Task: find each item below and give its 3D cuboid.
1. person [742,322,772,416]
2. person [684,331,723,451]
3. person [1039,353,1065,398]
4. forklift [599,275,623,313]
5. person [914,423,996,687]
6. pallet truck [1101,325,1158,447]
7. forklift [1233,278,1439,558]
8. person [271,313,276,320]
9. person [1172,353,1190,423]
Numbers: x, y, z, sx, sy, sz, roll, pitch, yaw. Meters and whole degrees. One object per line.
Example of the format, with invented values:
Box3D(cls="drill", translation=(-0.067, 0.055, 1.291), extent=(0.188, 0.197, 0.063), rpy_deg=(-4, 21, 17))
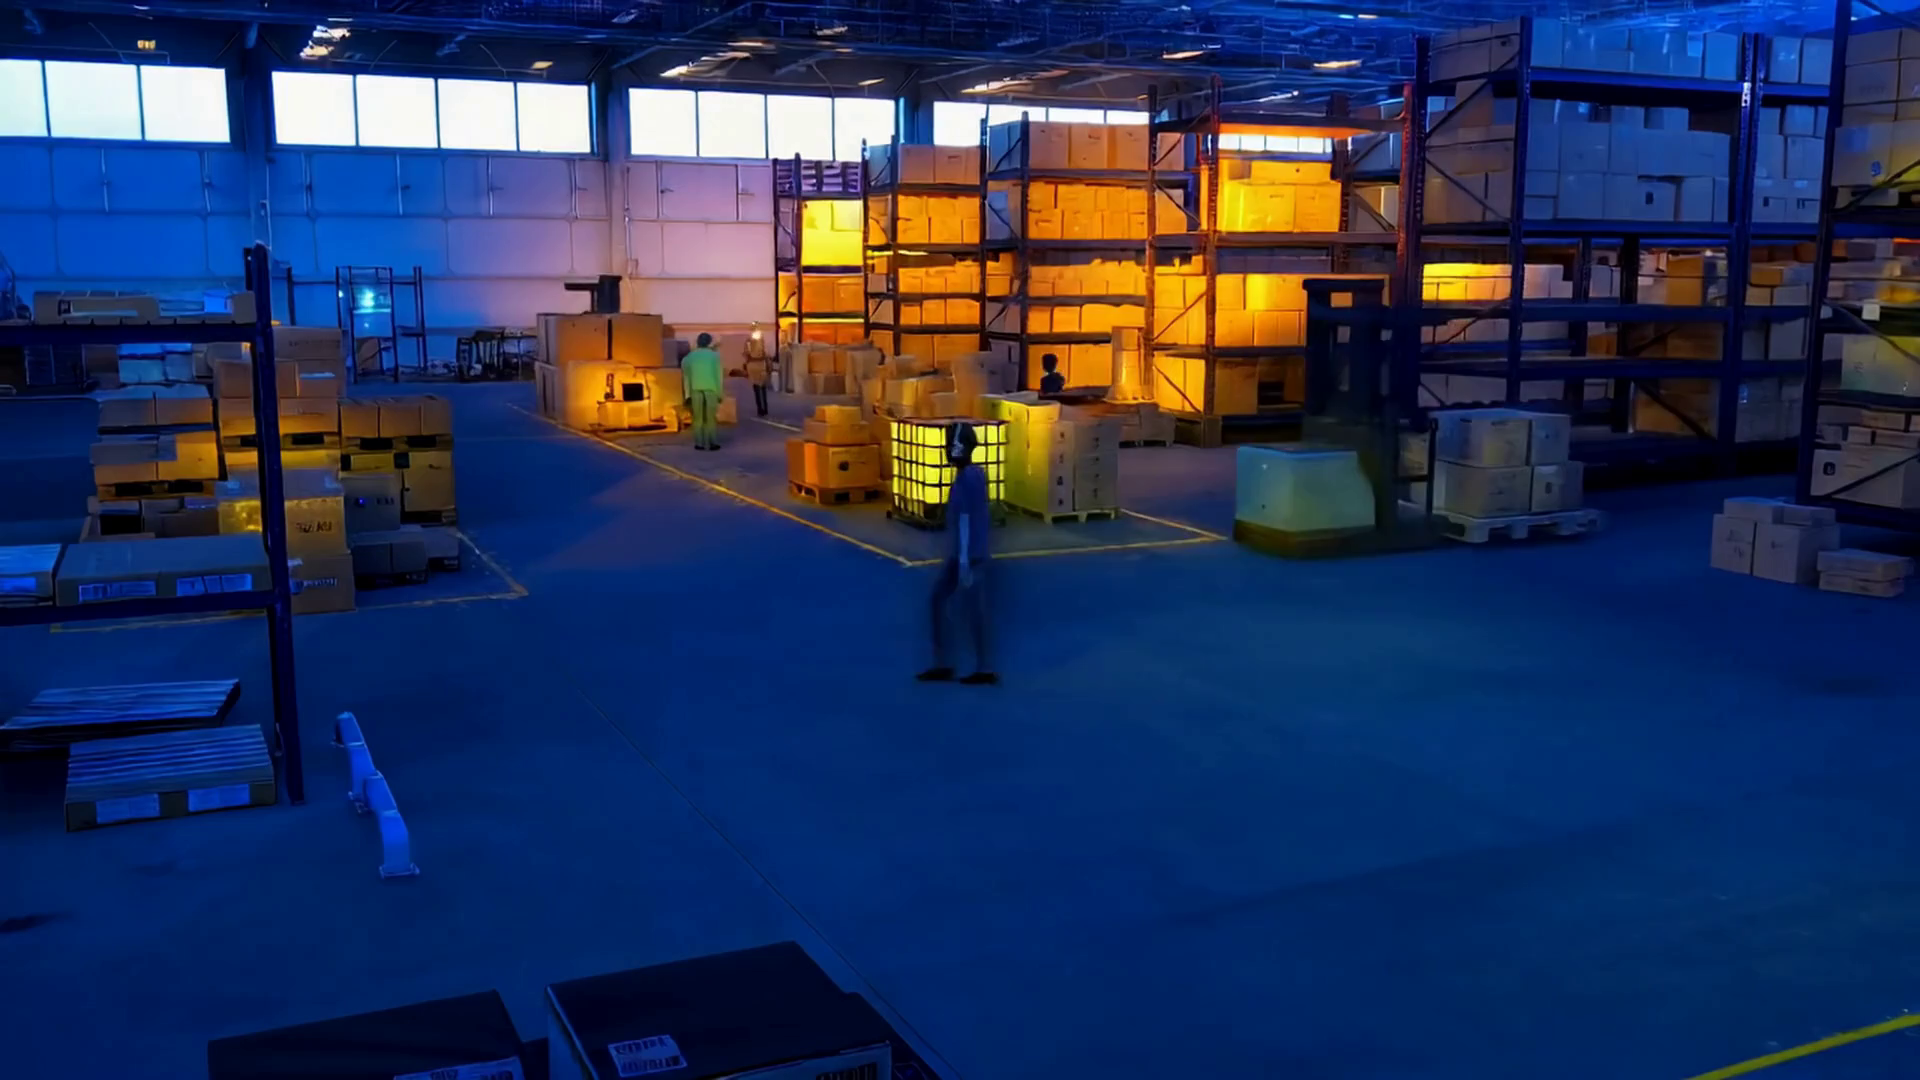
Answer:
Box3D(cls="person", translation=(-4.059, -3.419, 33.330), extent=(0.580, 1.895, 0.487), rpy_deg=(-1, 9, -5))
Box3D(cls="person", translation=(-4.144, -2.413, 26.968), extent=(0.635, 1.937, 0.354), rpy_deg=(2, 9, 14))
Box3D(cls="person", translation=(1.294, -1.960, 24.960), extent=(0.663, 1.665, 0.556), rpy_deg=(6, 11, 33))
Box3D(cls="forklift", translation=(-8.482, -5.073, 40.560), extent=(1.873, 2.768, 1.129), rpy_deg=(-4, 10, -25))
Box3D(cls="person", translation=(-0.048, 0.105, 11.622), extent=(0.724, 1.842, 0.537), rpy_deg=(4, 10, 21))
Box3D(cls="pallet truck", translation=(2.881, -2.596, 27.923), extent=(0.823, 1.965, 1.885), rpy_deg=(-1, 9, -7))
Box3D(cls="forklift", translation=(3.905, -1.310, 17.216), extent=(1.873, 2.768, 1.129), rpy_deg=(-4, 10, -25))
Box3D(cls="person", translation=(-15.600, -4.169, 37.689), extent=(0.612, 1.995, 0.376), rpy_deg=(6, 11, 35))
Box3D(cls="person", translation=(4.257, -3.167, 31.956), extent=(0.429, 1.841, 0.633), rpy_deg=(7, 12, 38))
